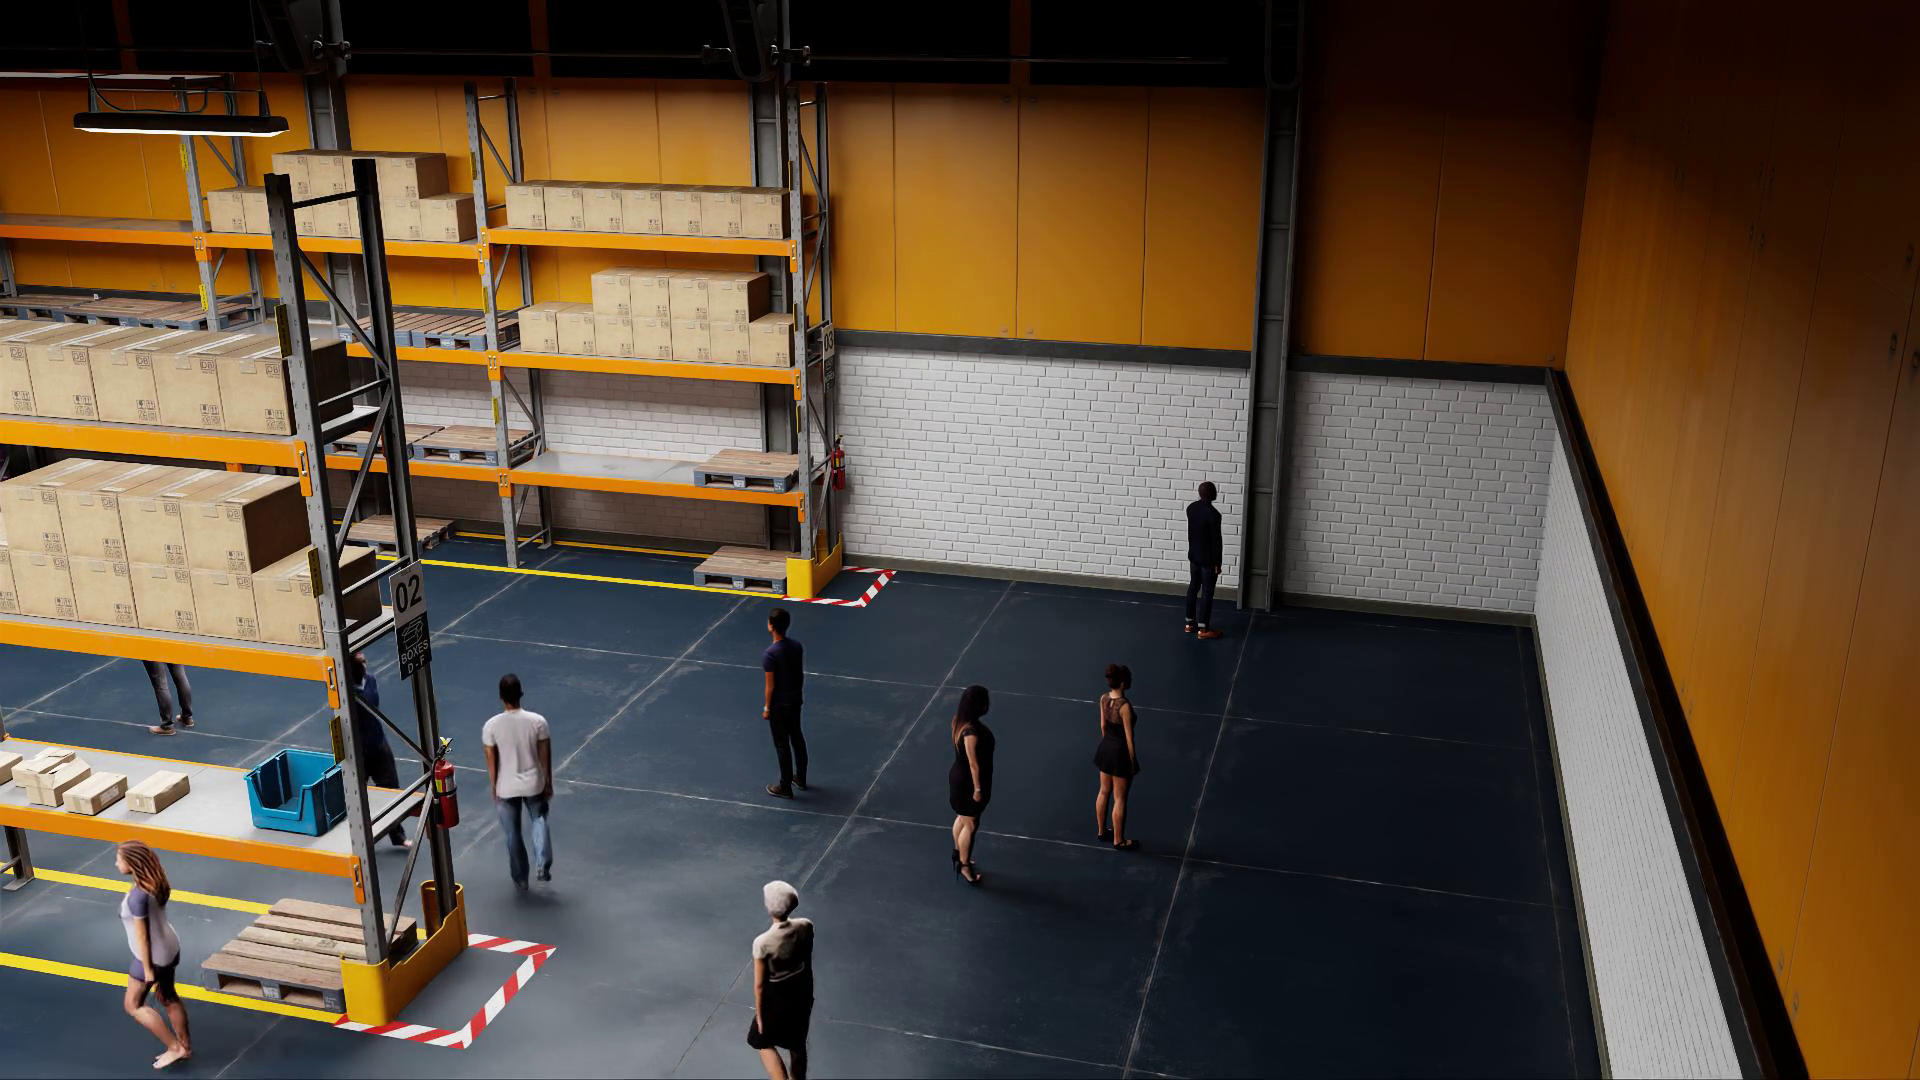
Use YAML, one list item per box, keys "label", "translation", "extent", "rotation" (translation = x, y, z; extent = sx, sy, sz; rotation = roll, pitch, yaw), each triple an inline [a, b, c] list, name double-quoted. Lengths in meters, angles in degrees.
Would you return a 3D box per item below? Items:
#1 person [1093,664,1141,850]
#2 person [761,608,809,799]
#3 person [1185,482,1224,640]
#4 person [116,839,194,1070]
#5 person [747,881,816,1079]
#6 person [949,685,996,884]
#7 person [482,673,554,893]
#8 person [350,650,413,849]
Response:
- label: "person"
  translation: [1.339, 1.833, 14.230]
  extent: [0.739, 1.674, 0.674]
  rotation: [-12, 22, -31]
- label: "person"
  translation: [-1.594, 1.471, 15.123]
  extent: [0.659, 1.790, 0.714]
  rotation: [13, 23, 34]
- label: "person"
  translation: [2.754, 0.210, 18.822]
  extent: [0.838, 1.819, 0.778]
  rotation: [-10, 21, -28]
- label: "person"
  translation: [-5.372, 2.801, 11.290]
  extent: [0.685, 1.715, 0.668]
  rotation: [-2, 19, -4]
- label: "person"
  translation: [-1.062, 3.013, 10.615]
  extent: [0.856, 1.746, 0.927]
  rotation: [-13, 23, -34]
- label: "person"
  translation: [0.073, 1.997, 13.681]
  extent: [0.758, 1.712, 0.743]
  rotation: [-4, 19, -12]
- label: "person"
  translation: [-3.544, 2.013, 13.423]
  extent: [0.847, 1.846, 0.913]
  rotation: [-7, 20, -20]
- label: "person"
  translation: [-5.135, 1.777, 14.137]
  extent: [1.166, 1.839, 0.745]
  rotation: [7, 20, 20]
